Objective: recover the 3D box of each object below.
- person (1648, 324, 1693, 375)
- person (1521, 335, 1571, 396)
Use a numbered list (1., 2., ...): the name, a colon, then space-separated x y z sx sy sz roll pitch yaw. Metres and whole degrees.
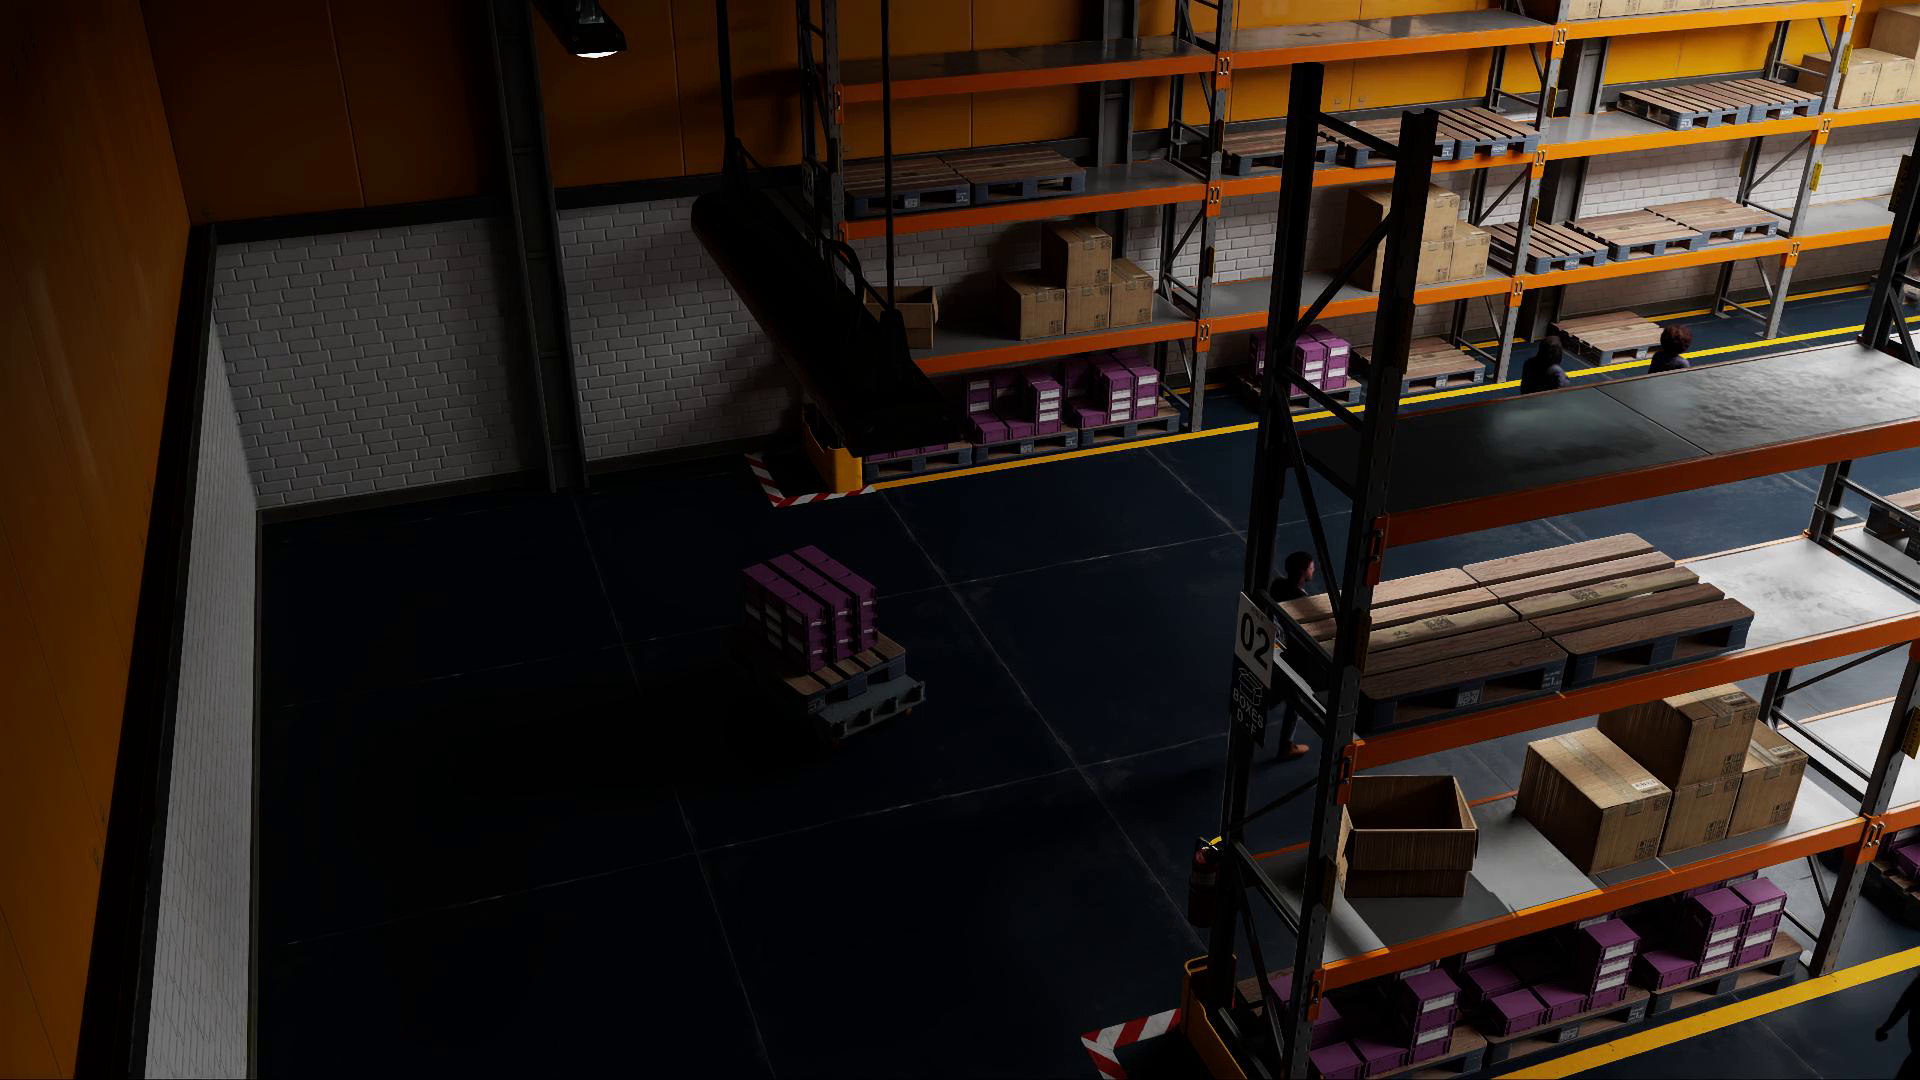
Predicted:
1. person: 7.126 -1.368 16.867 0.616 1.711 0.646 -20 35 -32
2. person: 5.903 -1.323 16.906 0.710 1.594 0.712 -16 32 -27
